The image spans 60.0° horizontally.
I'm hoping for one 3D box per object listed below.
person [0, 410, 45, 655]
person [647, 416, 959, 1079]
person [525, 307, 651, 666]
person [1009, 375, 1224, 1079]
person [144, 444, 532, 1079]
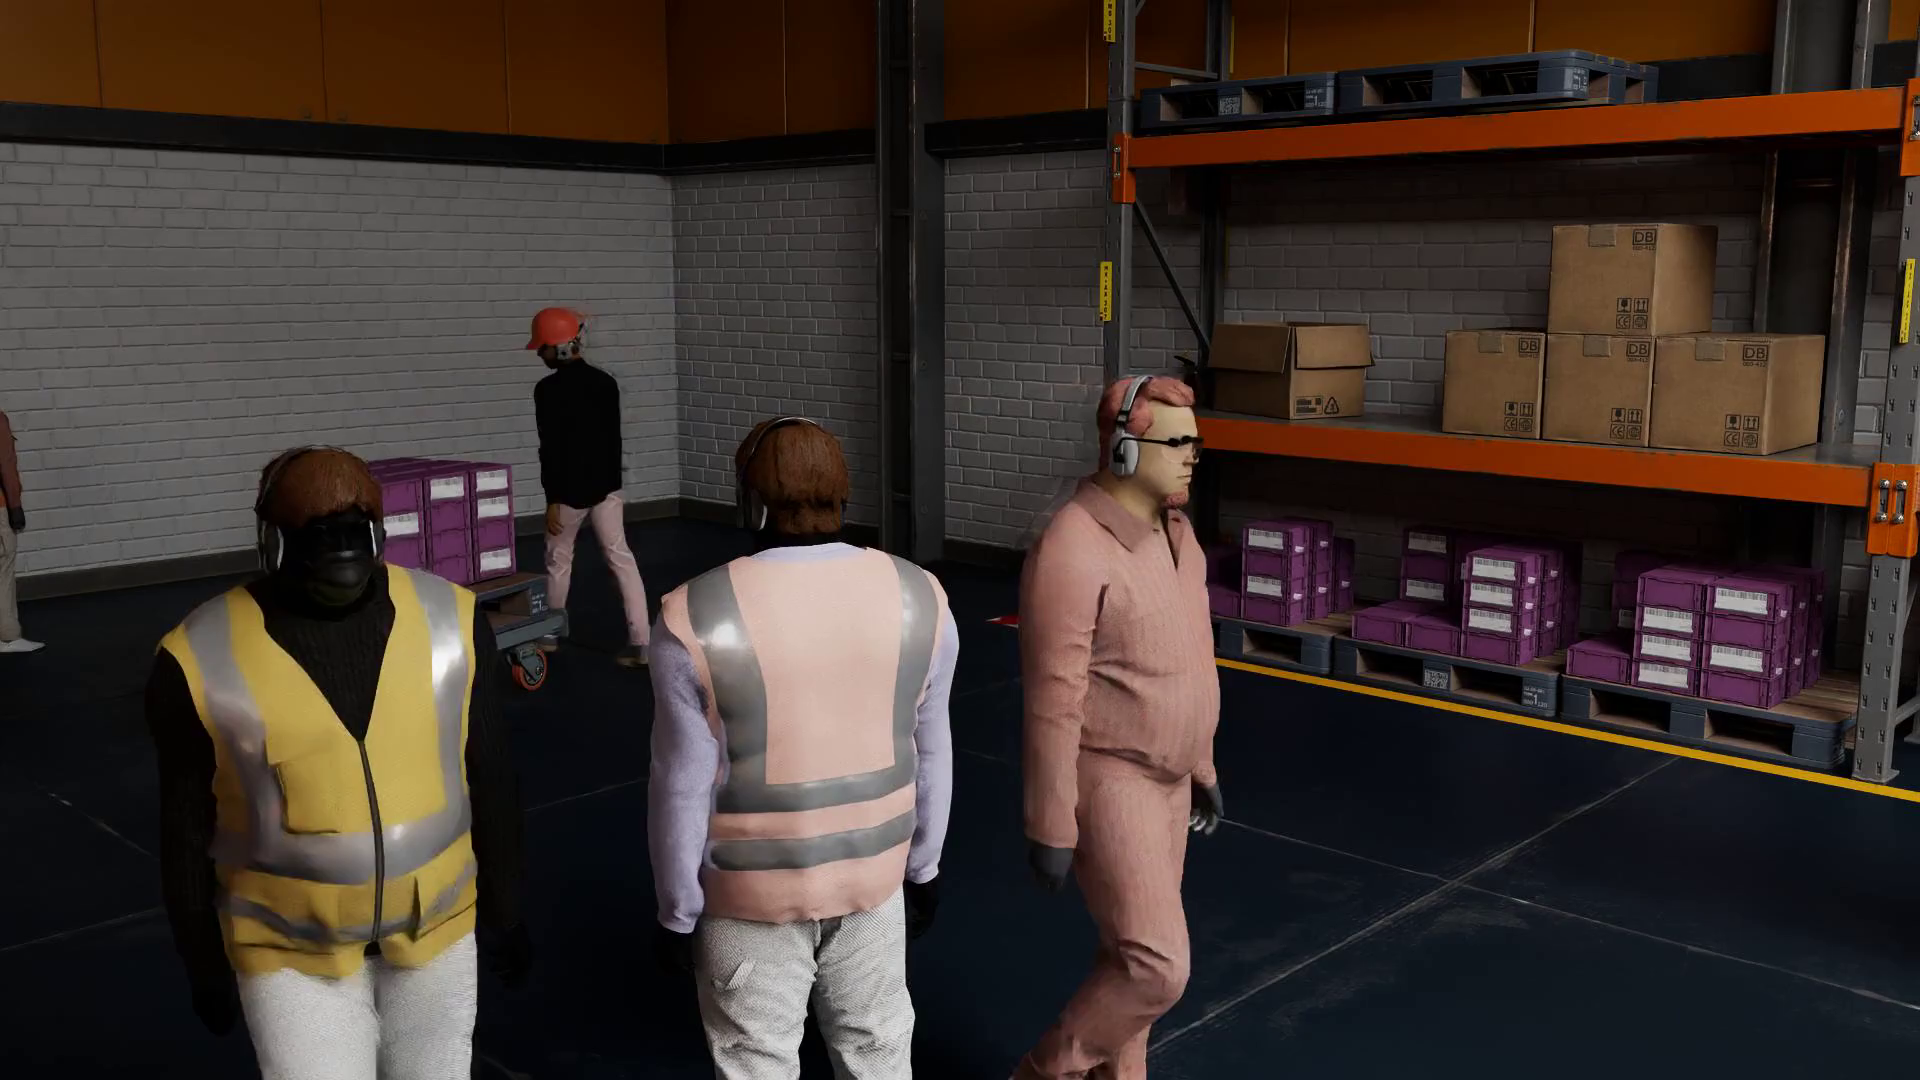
[{"bbox_3d":[-5.364,-0.180,9.153,0.519,1.637,0.309,4,10,23],"label":"person"},{"bbox_3d":[-0.316,0.674,3.289,0.633,1.841,0.429,-5,10,-27],"label":"person"},{"bbox_3d":[-2.028,-0.284,8.937,1.072,1.915,0.675,7,11,35],"label":"person"},{"bbox_3d":[0.405,0.568,3.815,0.424,1.890,0.648,5,10,27],"label":"person"},{"bbox_3d":[-1.168,0.708,3.157,0.632,1.822,0.765,-6,11,-34],"label":"person"}]
